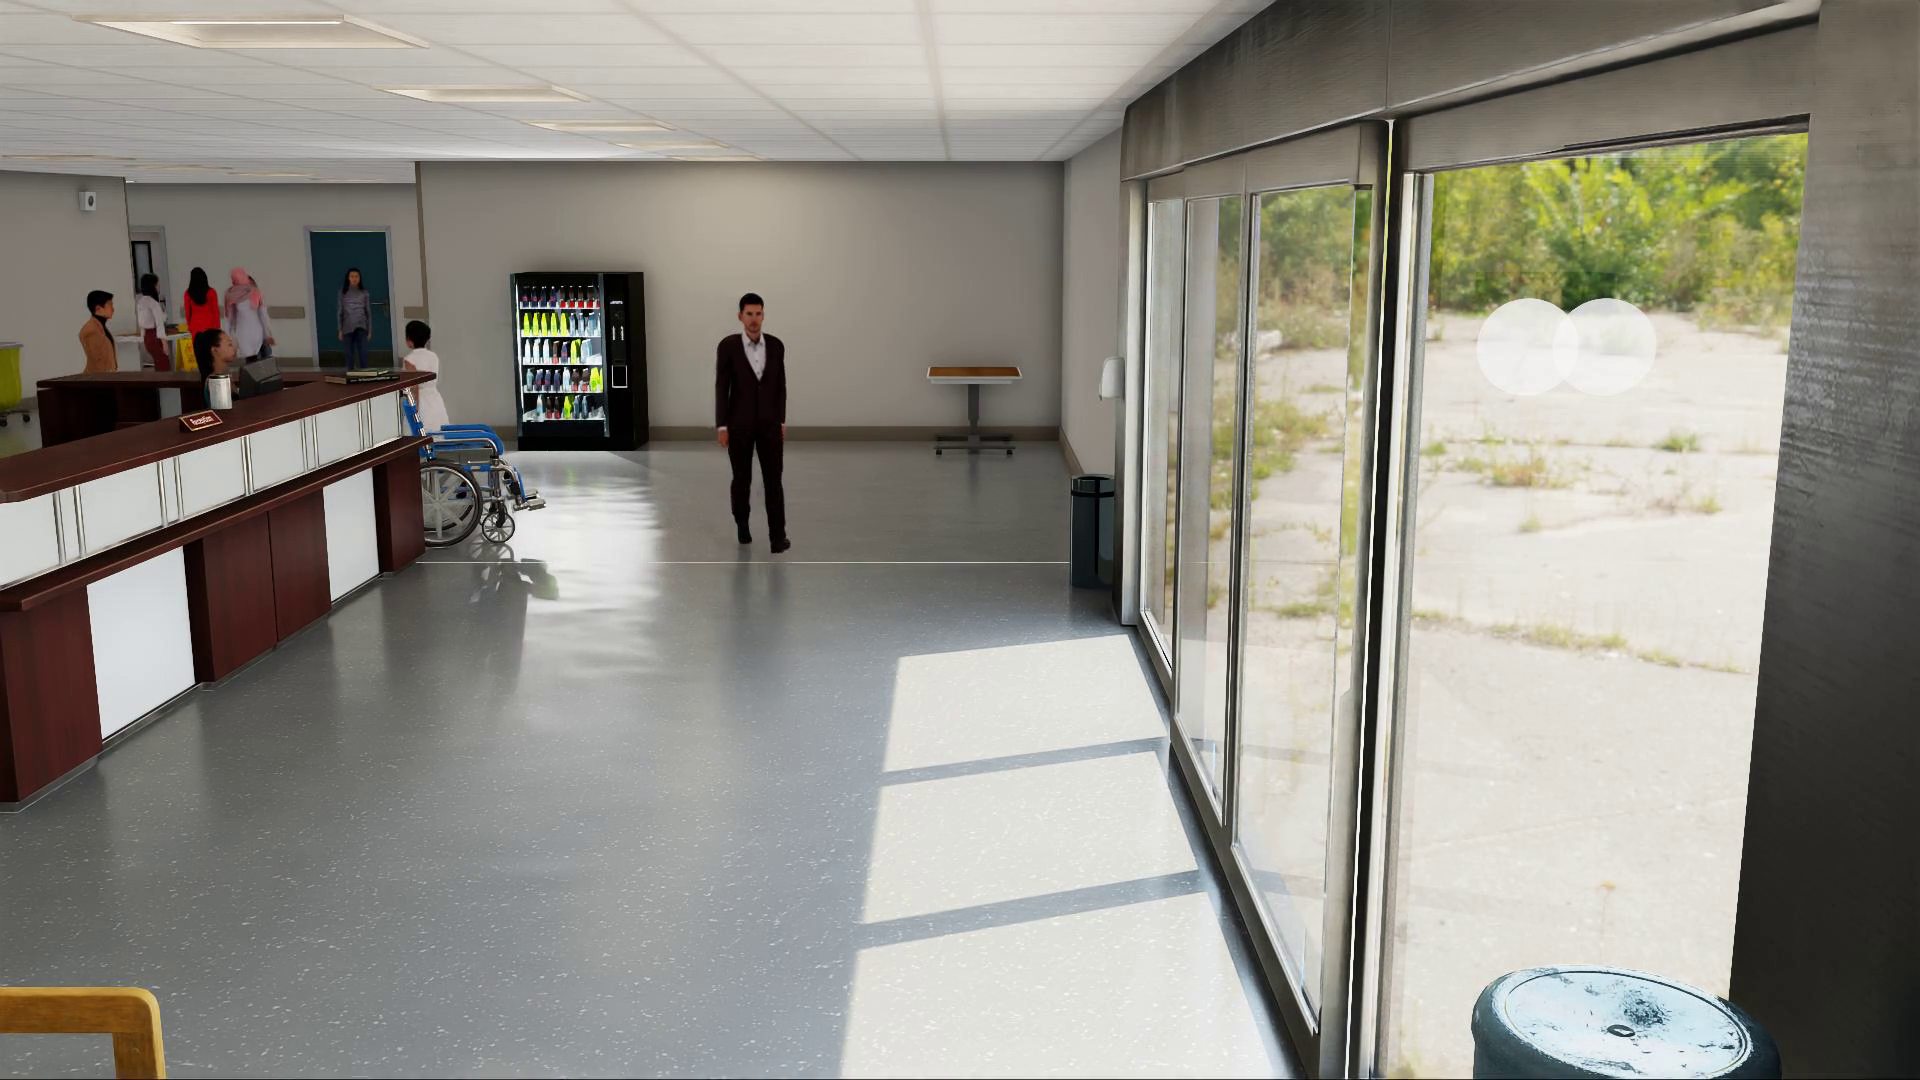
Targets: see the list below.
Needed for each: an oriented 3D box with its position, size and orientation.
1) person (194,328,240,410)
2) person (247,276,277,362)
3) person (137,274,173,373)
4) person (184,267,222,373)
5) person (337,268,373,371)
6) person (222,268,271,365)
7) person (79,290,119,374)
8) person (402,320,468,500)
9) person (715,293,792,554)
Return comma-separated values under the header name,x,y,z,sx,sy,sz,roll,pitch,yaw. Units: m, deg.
name,x,y,z,sx,sy,sz,roll,pitch,yaw
person,-4.661,-0.504,10.604,0.581,1.687,0.610,-3,11,-18
person,-9.252,-2.610,21.771,1.002,1.663,0.891,6,12,30
person,-9.609,-2.265,19.759,0.954,1.735,1.009,10,15,43
person,-10.560,-2.891,23.188,1.086,1.687,0.858,-2,11,-13
person,-8.564,-2.962,23.527,1.144,1.699,0.909,-3,11,-17
person,-9.061,-2.565,21.317,1.079,1.744,1.093,-6,13,-31
person,-7.967,-1.408,15.215,1.051,1.702,0.816,-2,11,-12
person,-4.398,-1.042,13.900,1.103,1.516,0.879,6,12,27
person,-1.503,-0.811,11.895,1.249,1.809,1.017,-3,11,-17
